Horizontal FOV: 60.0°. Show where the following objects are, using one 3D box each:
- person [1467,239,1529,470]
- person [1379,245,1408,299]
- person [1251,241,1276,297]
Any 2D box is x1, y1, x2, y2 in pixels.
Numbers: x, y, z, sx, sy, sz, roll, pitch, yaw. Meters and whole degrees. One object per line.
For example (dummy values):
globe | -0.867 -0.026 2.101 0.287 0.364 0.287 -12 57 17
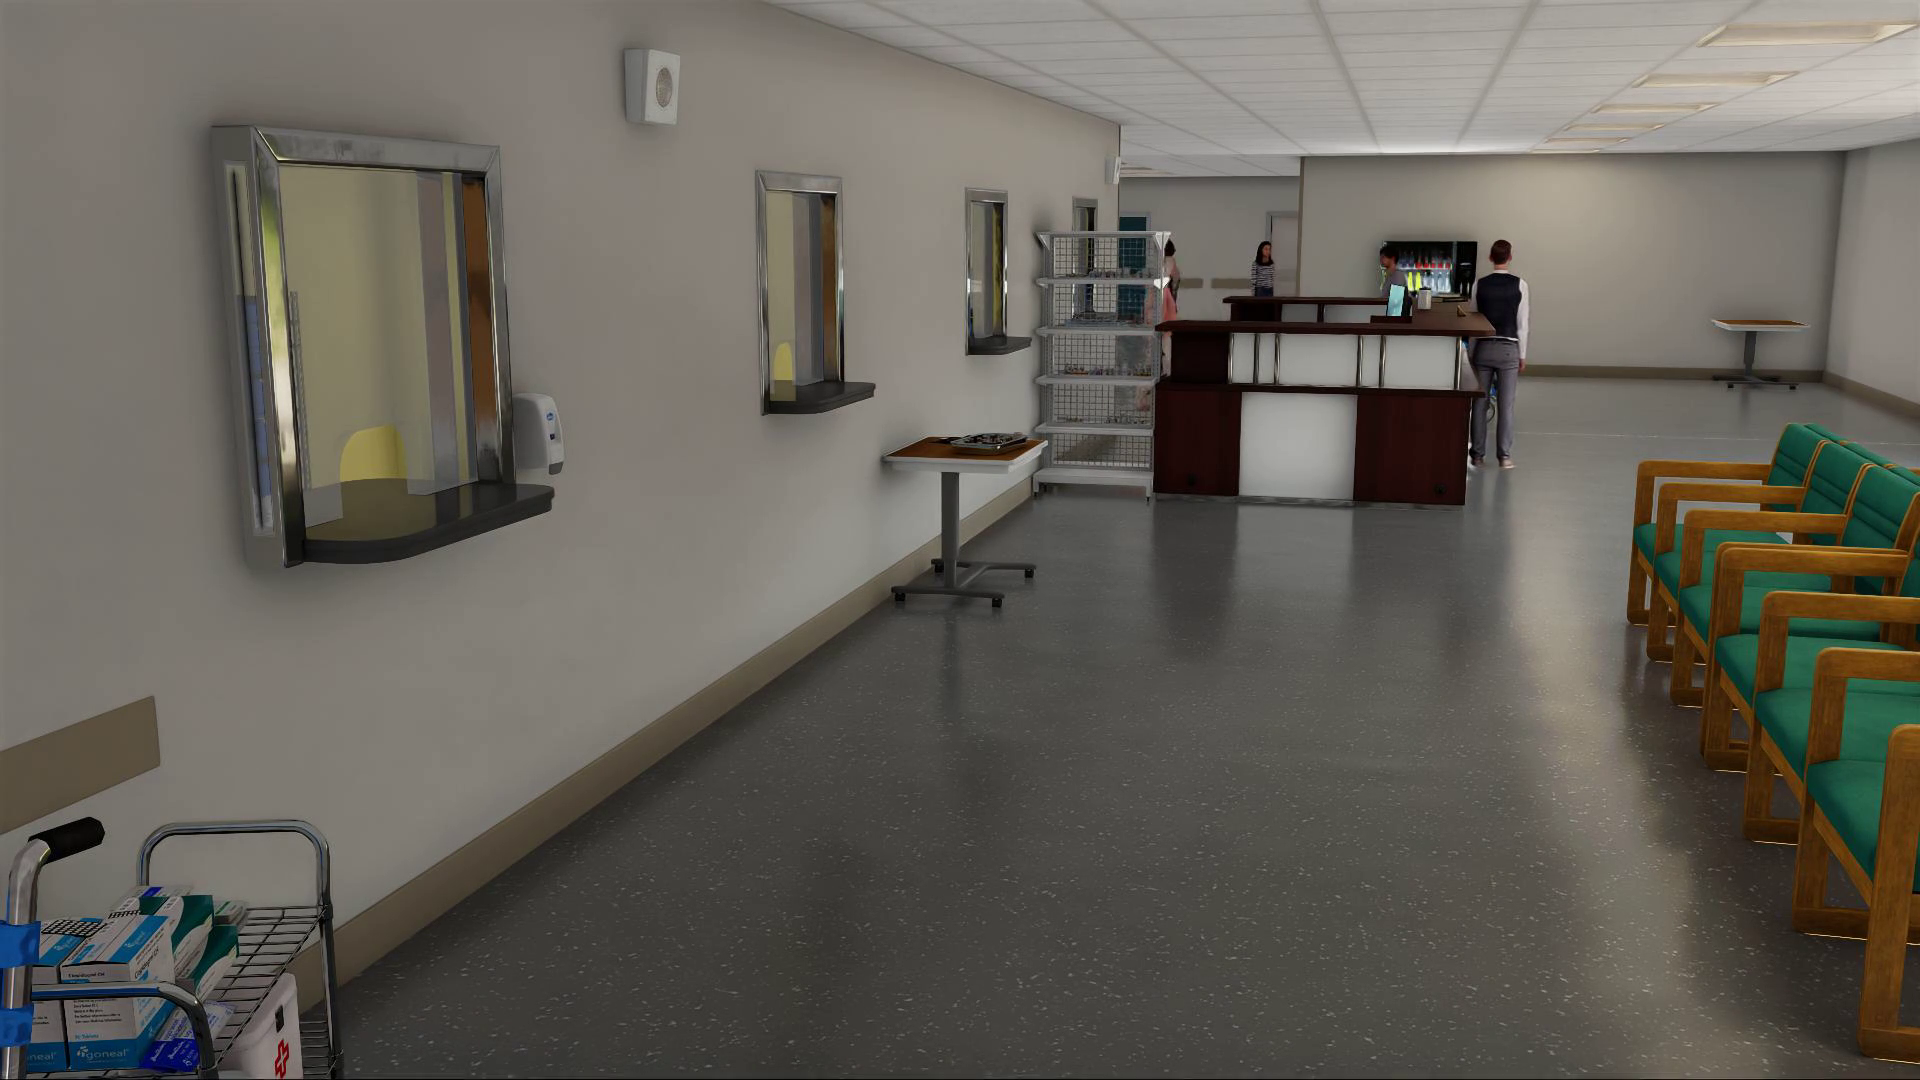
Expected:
person | 4.589 -1.597 14.232 0.589 1.936 0.764 6 12 28
person | 4.915 -2.340 18.560 1.277 1.783 0.918 0 11 -2
person | 4.705 -3.734 25.836 0.662 1.792 0.734 -5 12 -26
